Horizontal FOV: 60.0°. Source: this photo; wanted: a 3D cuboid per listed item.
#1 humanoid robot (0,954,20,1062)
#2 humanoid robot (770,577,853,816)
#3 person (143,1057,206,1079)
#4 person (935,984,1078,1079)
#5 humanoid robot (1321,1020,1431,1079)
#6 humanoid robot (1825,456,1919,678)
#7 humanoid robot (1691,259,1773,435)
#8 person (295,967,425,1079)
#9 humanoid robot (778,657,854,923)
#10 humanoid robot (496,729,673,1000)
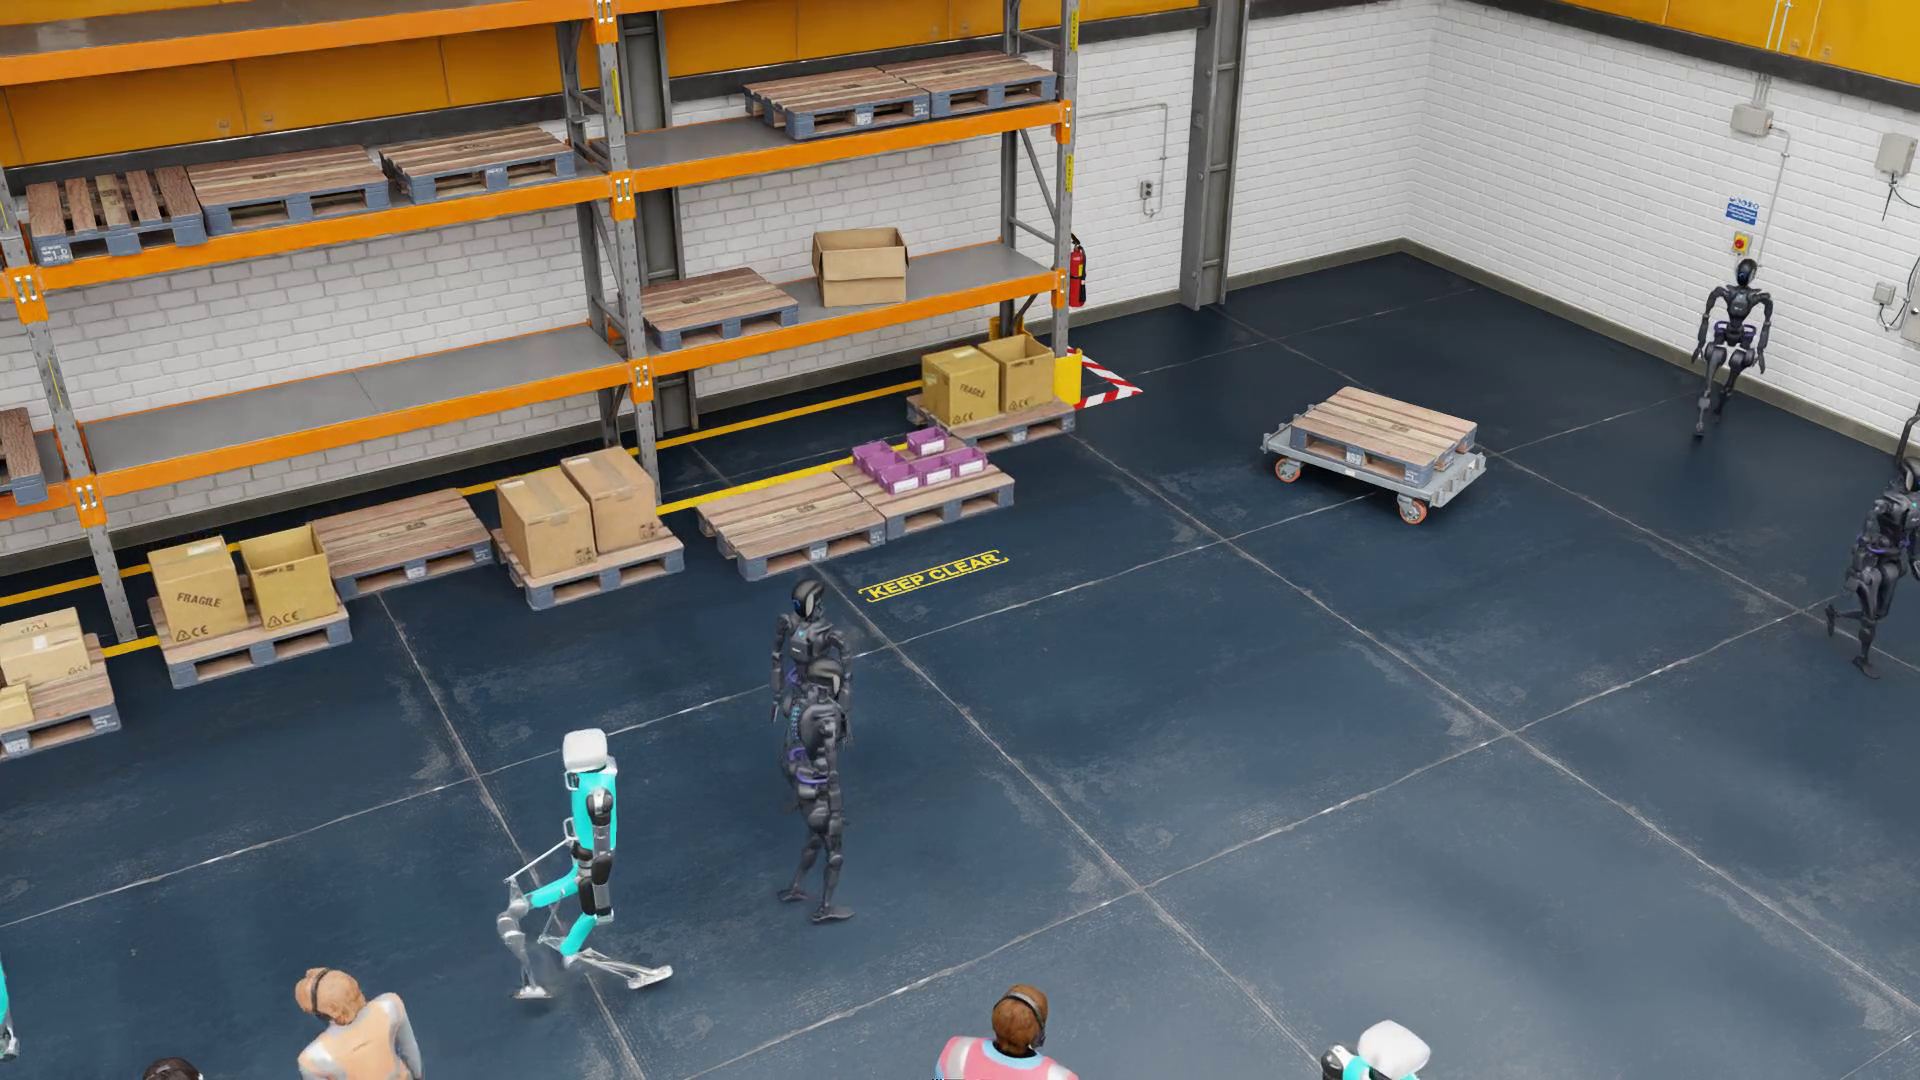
[{"bbox_3d":[-4.471,2.337,7.356,1.034,1.735,0.556,-5,30,-9],"label":"humanoid robot"},{"bbox_3d":[-0.857,0.972,9.817,0.600,1.656,0.348,16,33,26],"label":"humanoid robot"},{"bbox_3d":[-2.858,2.762,6.460,0.535,1.872,0.414,-11,31,-19],"label":"person"},{"bbox_3d":[0.212,2.564,6.854,0.628,1.835,0.431,11,31,19],"label":"person"},{"bbox_3d":[1.783,2.589,6.848,0.532,1.754,0.658,25,38,37],"label":"humanoid robot"},{"bbox_3d":[6.247,0.111,11.364,0.608,1.632,0.633,-11,31,-18],"label":"humanoid robot"},{"bbox_3d":[6.768,-1.687,14.580,0.610,1.626,0.780,14,32,23],"label":"humanoid robot"},{"bbox_3d":[-2.497,2.502,7.190,0.520,1.602,0.805,-24,37,-36],"label":"person"},{"bbox_3d":[-0.812,1.377,9.137,0.409,1.663,0.613,-9,31,-16],"label":"humanoid robot"},{"bbox_3d":[-2.041,1.749,8.427,1.048,1.756,0.560,-10,31,-16],"label":"humanoid robot"}]
